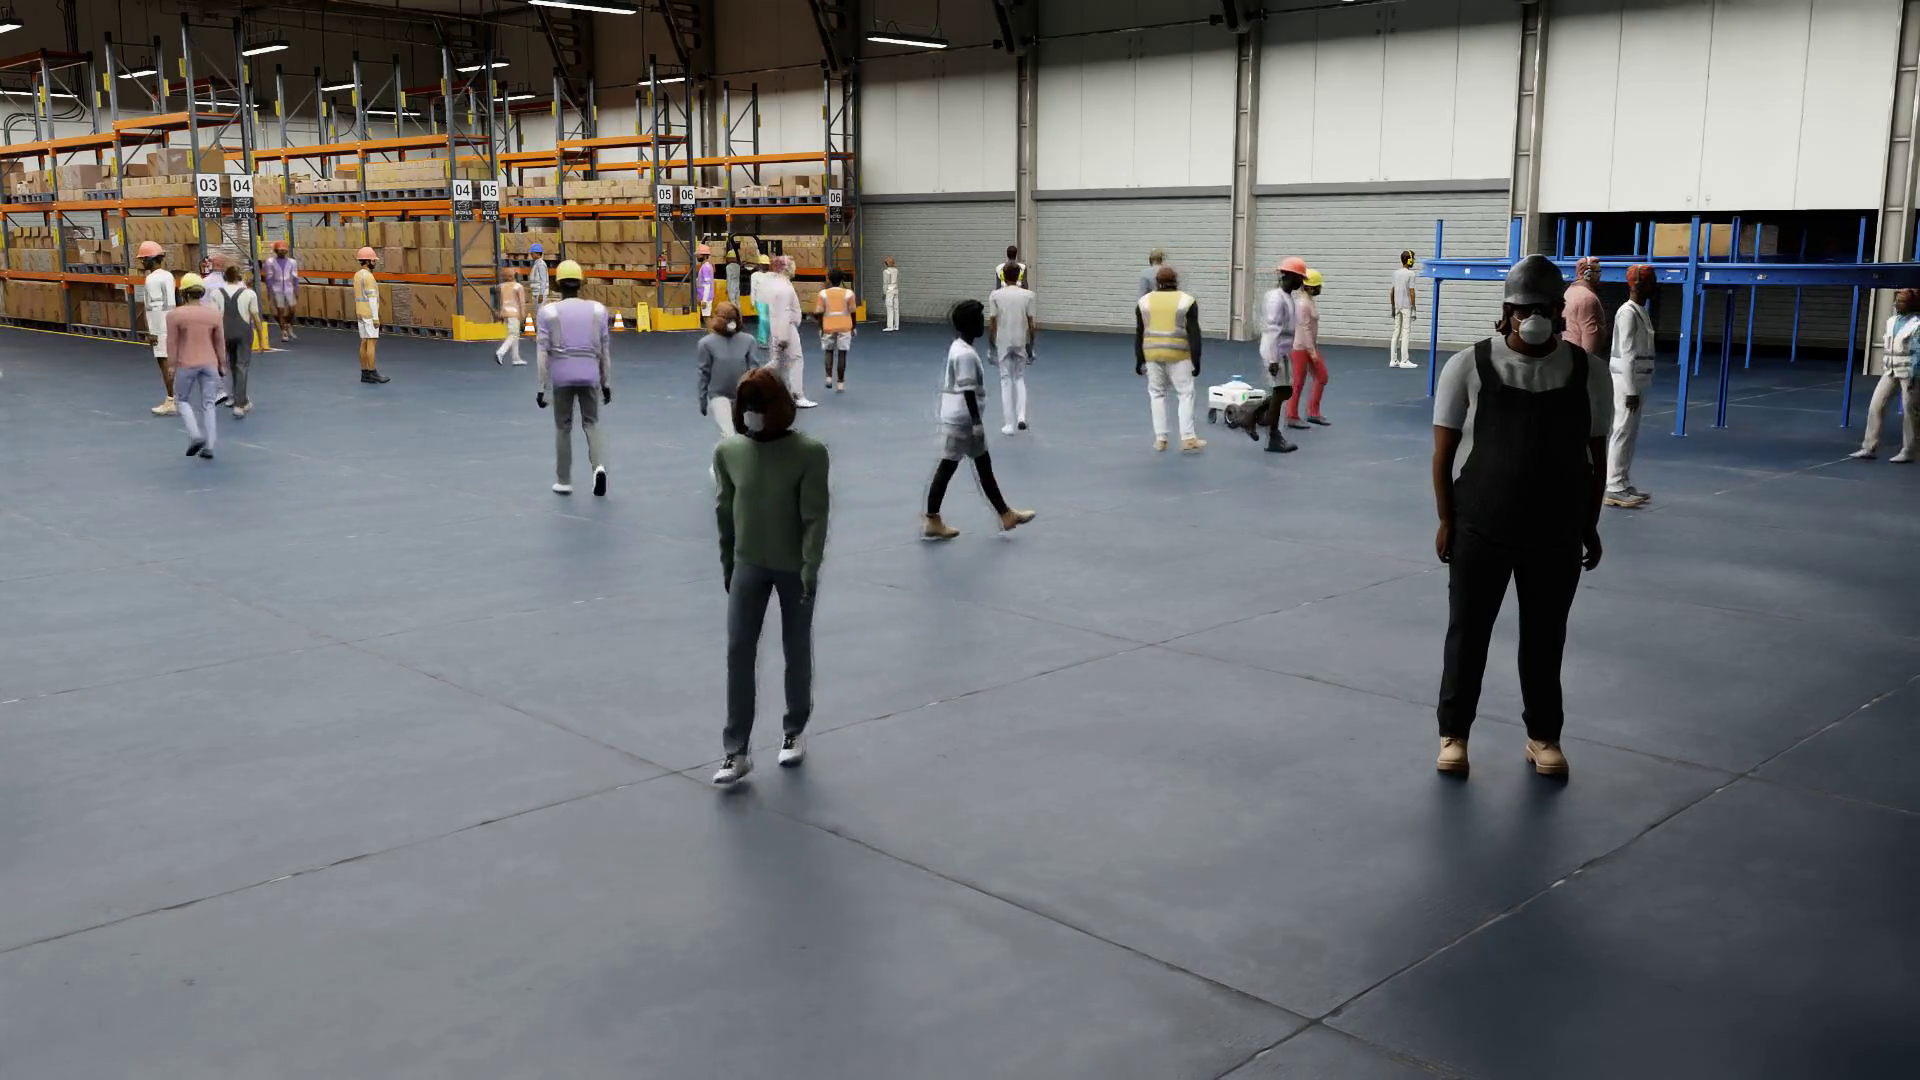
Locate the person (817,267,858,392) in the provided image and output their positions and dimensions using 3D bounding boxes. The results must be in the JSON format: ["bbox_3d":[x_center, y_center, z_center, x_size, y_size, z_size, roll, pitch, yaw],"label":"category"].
[{"bbox_3d":[-1.660,-2.864,22.633,0.540,1.681,0.508,0,10,2],"label":"person"}]

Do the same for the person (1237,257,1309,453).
[{"bbox_3d":[3.103,-1.838,16.423,0.615,1.904,0.593,5,11,24],"label":"person"}]

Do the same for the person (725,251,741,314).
[{"bbox_3d":[-5.375,-5.939,39.225,0.296,1.744,0.487,5,12,26],"label":"person"}]

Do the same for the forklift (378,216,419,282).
[{"bbox_3d":[-17.868,-9.201,54.028,1.873,2.768,1.129,-10,14,-44],"label":"forklift"}]

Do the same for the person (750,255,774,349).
[{"bbox_3d":[-3.603,-4.413,30.888,0.538,1.743,0.584,-8,13,-37],"label":"person"}]

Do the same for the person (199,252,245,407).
[{"bbox_3d":[-9.104,-2.581,20.495,0.519,1.893,0.674,7,12,32],"label":"person"}]

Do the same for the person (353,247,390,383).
[{"bbox_3d":[-8.525,-3.248,24.019,0.360,1.939,0.543,-9,14,-40],"label":"person"}]

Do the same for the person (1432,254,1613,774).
[{"bbox_3d":[2.198,-0.066,6.502,0.678,2.000,0.537,1,10,6],"label":"person"}]

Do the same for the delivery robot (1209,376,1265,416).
[{"bbox_3d":[3.107,-1.603,18.683,0.477,0.478,0.707,-5,11,-26],"label":"delivery robot"}]

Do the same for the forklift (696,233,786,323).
[{"bbox_3d":[-5.496,-6.489,41.108,2.313,2.155,1.214,-10,14,-44],"label":"forklift"}]

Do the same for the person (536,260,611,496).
[{"bbox_3d":[-3.146,-1.308,13.564,0.628,1.937,0.523,-5,11,-25],"label":"person"}]

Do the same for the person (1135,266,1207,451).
[{"bbox_3d":[2.072,-1.793,16.480,0.712,1.812,0.489,4,11,20],"label":"person"}]

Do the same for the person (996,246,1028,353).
[{"bbox_3d":[0.940,-4.337,30.006,0.593,1.922,0.391,3,11,16],"label":"person"}]

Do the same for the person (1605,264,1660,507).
[{"bbox_3d":[5.311,-1.220,13.120,0.371,1.879,0.610,6,12,29],"label":"person"}]

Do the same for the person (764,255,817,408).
[{"bbox_3d":[-2.223,-2.561,20.443,0.811,1.878,0.650,-4,11,-20],"label":"person"}]

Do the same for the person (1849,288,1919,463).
[{"bbox_3d":[8.636,-1.515,15.418,0.674,1.614,0.540,-2,11,-11],"label":"person"}]

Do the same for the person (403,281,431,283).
[{"bbox_3d":[-13.775,-6.482,42.063,0.905,1.787,0.608,7,13,34],"label":"person"}]

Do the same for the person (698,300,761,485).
[{"bbox_3d":[-1.909,-1.171,13.635,0.507,1.595,0.849,-6,12,-30],"label":"person"}]

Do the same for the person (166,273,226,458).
[{"bbox_3d":[-7.251,-1.649,15.783,0.559,1.750,0.379,-9,14,-42],"label":"person"}]

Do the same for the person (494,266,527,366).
[{"bbox_3d":[-7.322,-3.623,26.962,0.530,1.612,0.662,7,13,35],"label":"person"}]

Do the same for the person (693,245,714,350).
[{"bbox_3d":[-4.685,-4.427,30.451,0.366,1.934,0.553,-1,10,-4],"label":"person"}]

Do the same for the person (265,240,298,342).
[{"bbox_3d":[-13.502,-4.968,33.188,0.615,2.021,0.542,-6,12,-30],"label":"person"}]

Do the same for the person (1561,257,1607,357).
[{"bbox_3d":[5.957,-1.744,15.904,0.407,1.908,0.641,0,10,2],"label":"person"}]

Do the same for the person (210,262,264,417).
[{"bbox_3d":[-8.487,-2.354,19.545,0.521,1.797,0.995,-2,11,-10],"label":"person"}]

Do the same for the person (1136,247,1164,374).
[{"bbox_3d":[2.993,-3.451,25.156,0.631,1.926,0.623,-7,12,-33],"label":"person"}]

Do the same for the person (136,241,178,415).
[{"bbox_3d":[-9.502,-2.512,19.728,0.395,2.038,0.615,-1,10,-7],"label":"person"}]

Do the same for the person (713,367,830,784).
[{"bbox_3d":[-0.750,0.142,6.457,0.501,1.600,0.735,2,11,11],"label":"person"}]

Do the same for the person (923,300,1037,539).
[{"bbox_3d":[0.133,-0.834,11.588,0.852,1.655,0.553,0,10,1],"label":"person"}]

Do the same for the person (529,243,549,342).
[{"bbox_3d":[-8.345,-4.903,33.008,0.381,1.951,0.605,-5,11,-25],"label":"person"}]

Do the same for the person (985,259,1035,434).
[{"bbox_3d":[0.529,-2.070,17.847,0.513,1.854,0.416,-3,11,-14],"label":"person"}]

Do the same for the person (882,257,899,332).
[{"bbox_3d":[-1.529,-5.427,36.720,0.312,1.638,0.512,7,13,34],"label":"person"}]

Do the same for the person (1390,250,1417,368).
[{"bbox_3d":[7.141,-3.708,26.718,0.311,1.869,0.532,-6,12,-28],"label":"person"}]

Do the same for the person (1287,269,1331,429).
[{"bbox_3d":[3.847,-2.076,18.152,0.596,1.738,0.535,5,12,27],"label":"person"}]
